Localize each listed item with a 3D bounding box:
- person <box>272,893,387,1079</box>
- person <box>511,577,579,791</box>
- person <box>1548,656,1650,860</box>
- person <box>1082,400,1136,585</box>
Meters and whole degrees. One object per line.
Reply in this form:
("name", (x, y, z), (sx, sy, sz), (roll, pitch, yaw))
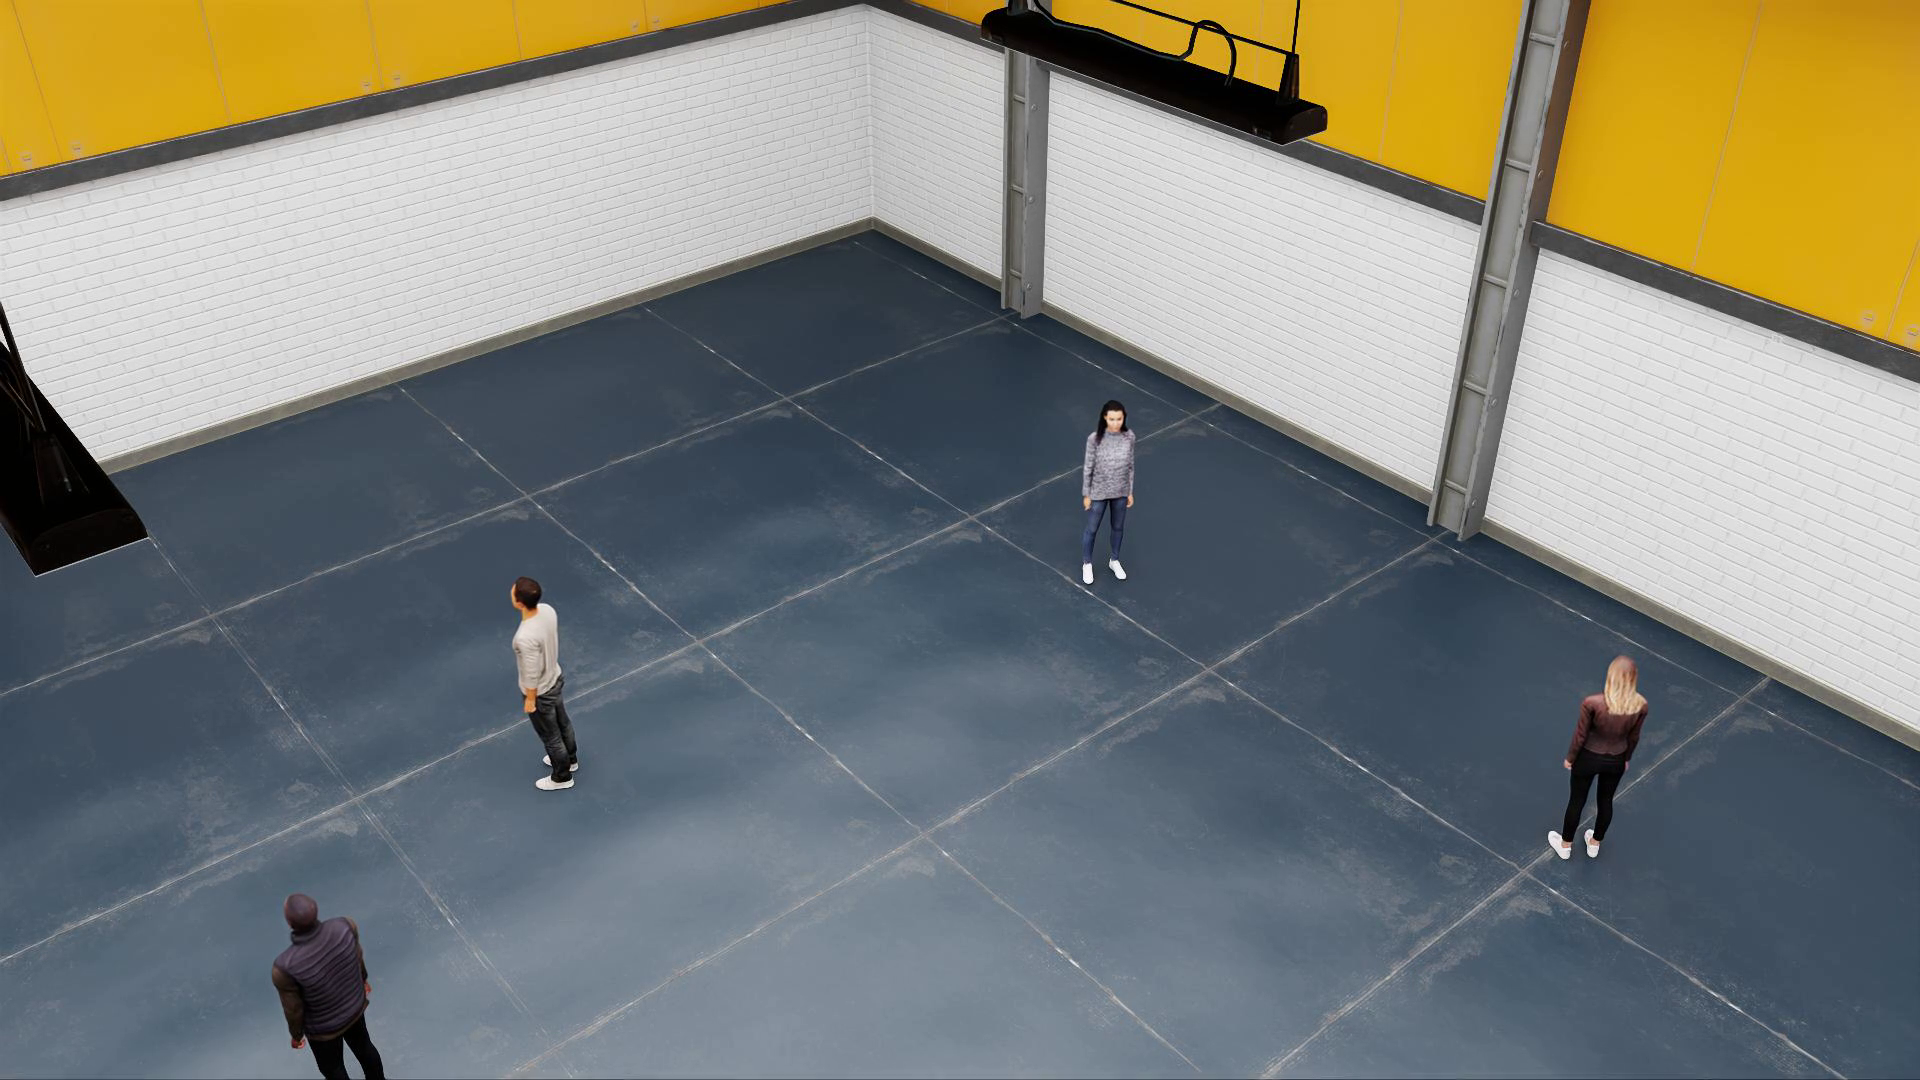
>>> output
("person", (-3.580, 2.694, 9.489), (0.690, 1.836, 0.759), (19, 38, 26))
("person", (-3.006, 1.030, 12.015), (0.778, 1.811, 0.727), (4, 34, 6))
("person", (4.390, 1.502, 11.400), (0.673, 1.705, 0.709), (0, 34, 0))
("person", (1.277, -0.434, 14.289), (0.686, 1.732, 0.680), (-7, 34, -10))
